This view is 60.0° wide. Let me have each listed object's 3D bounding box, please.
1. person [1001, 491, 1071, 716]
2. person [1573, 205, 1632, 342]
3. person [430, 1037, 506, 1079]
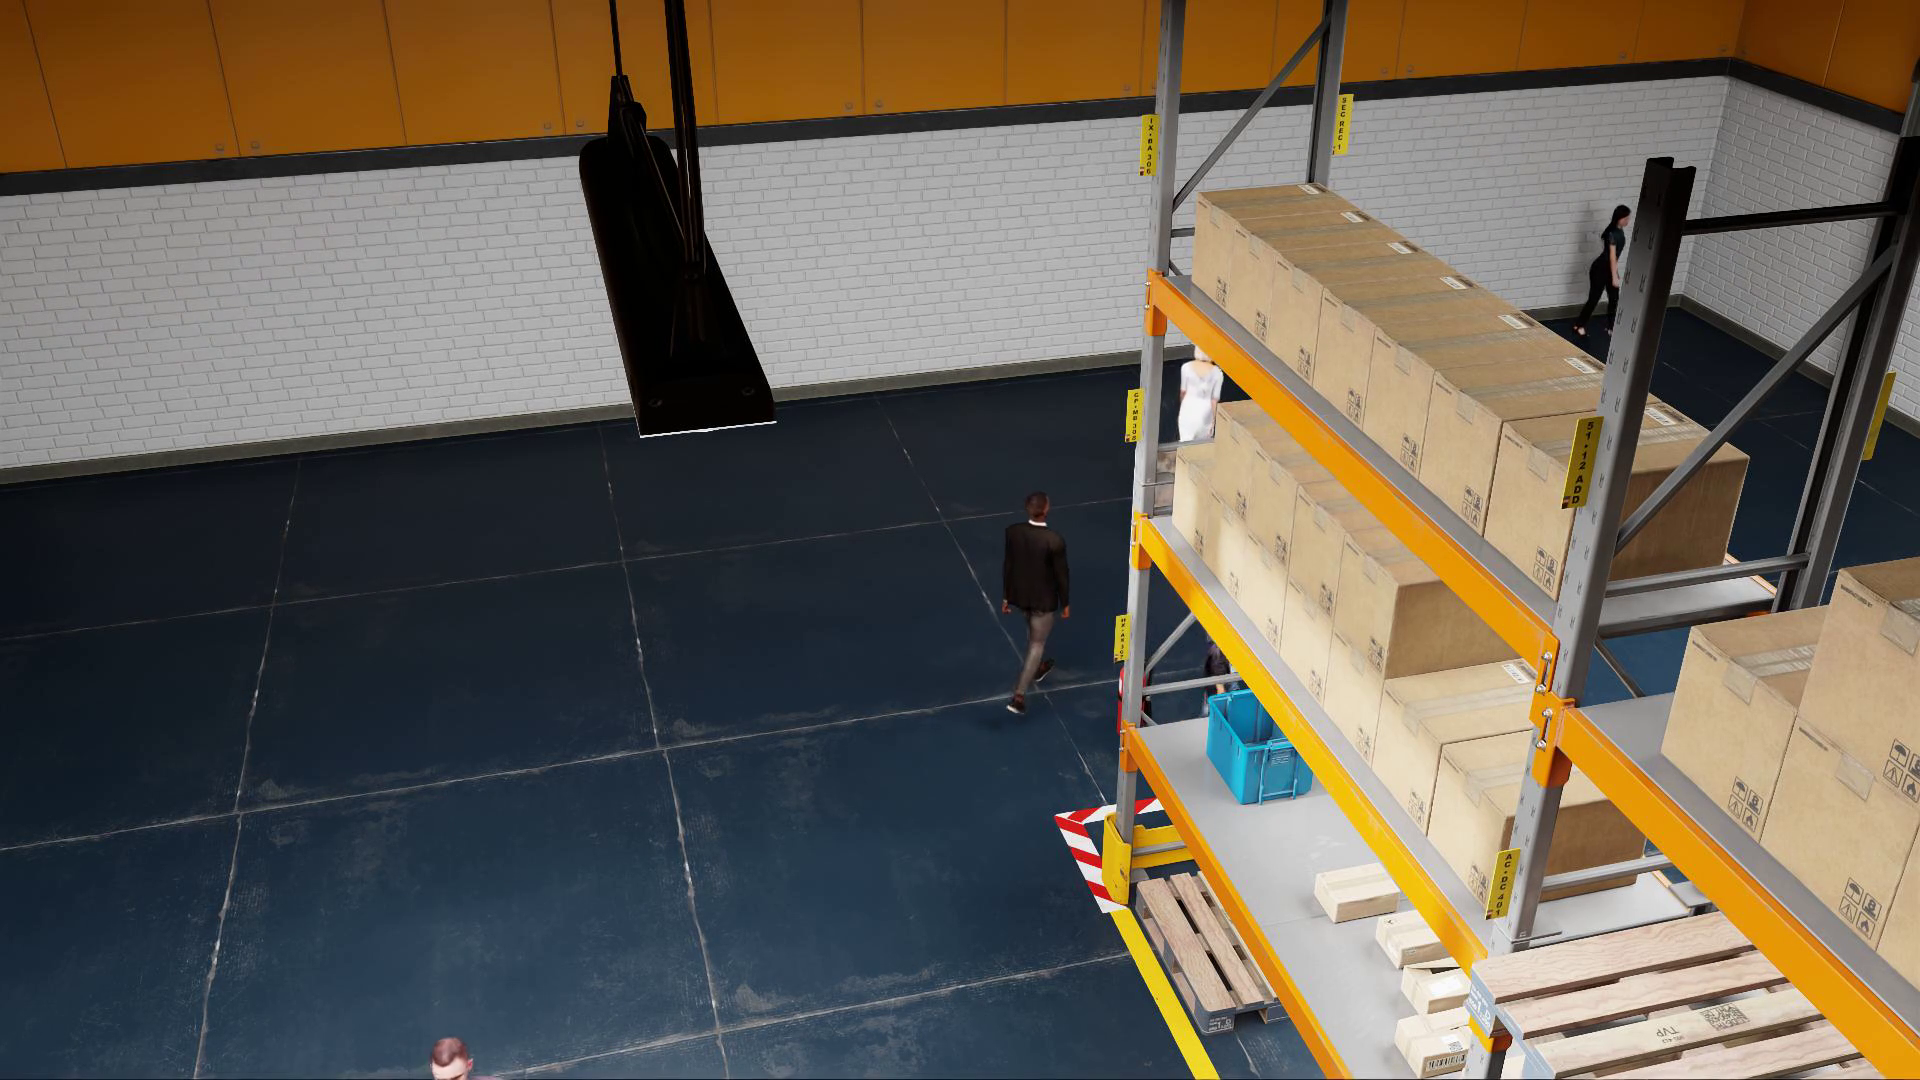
[{"bbox_3d":[0.537,0.503,12.653,1.163,1.764,1.249,15,32,25],"label":"person"},{"bbox_3d":[7.450,-3.115,19.358,0.935,1.695,0.868,11,31,20],"label":"person"},{"bbox_3d":[-2.289,3.020,8.002,0.714,1.800,1.183,-9,30,-16],"label":"person"}]
